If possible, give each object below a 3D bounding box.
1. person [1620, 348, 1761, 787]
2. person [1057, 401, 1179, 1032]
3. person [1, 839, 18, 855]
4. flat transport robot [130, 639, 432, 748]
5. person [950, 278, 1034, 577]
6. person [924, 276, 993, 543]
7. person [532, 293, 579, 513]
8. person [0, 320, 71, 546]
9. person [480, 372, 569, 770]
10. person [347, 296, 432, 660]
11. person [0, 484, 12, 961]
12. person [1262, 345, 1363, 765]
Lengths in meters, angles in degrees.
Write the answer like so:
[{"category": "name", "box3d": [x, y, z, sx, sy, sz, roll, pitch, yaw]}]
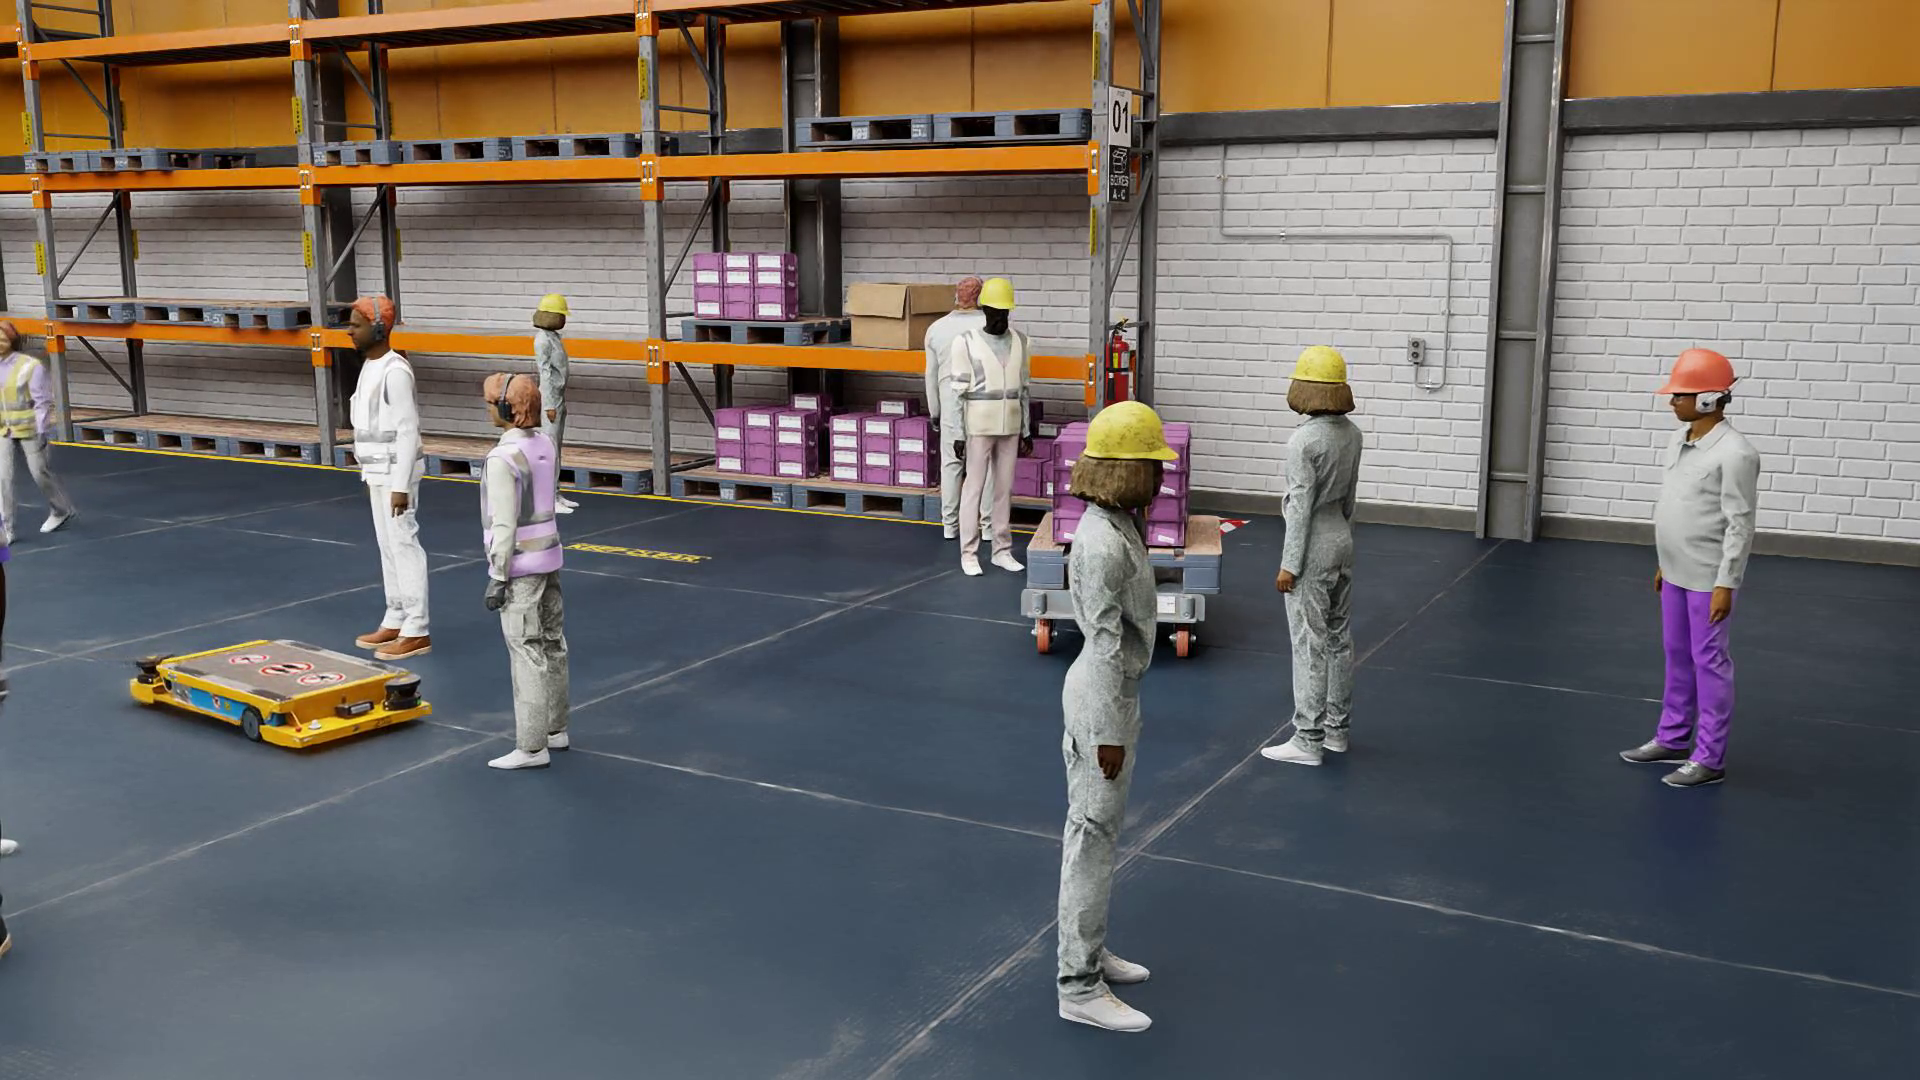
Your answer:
[{"category": "person", "box3d": [2.934, 0.110, 6.662, 0.340, 1.748, 0.563, -1, 10, -4]}, {"category": "person", "box3d": [0.437, 0.479, 4.662, 0.322, 1.742, 0.493, 1, 10, 7]}, {"category": "person", "box3d": [-3.552, 0.224, 5.622, 0.399, 1.909, 0.604, -1, 10, -6]}, {"category": "flat transport robot", "box3d": [-3.141, 0.672, 7.643, 1.431, 0.197, 0.652, 8, 13, 36]}, {"category": "person", "box3d": [0.225, -0.728, 10.782, 0.594, 1.922, 0.385, -6, 12, -29]}, {"category": "person", "box3d": [0.077, -0.934, 11.960, 0.643, 1.910, 0.399, 4, 11, 20]}, {"category": "person", "box3d": [-3.228, -1.088, 13.261, 0.302, 1.742, 0.486, -1, 10, -4]}, {"category": "person", "box3d": [-6.789, -0.795, 12.025, 0.516, 1.602, 0.757, -1, 10, -4]}, {"category": "person", "box3d": [-1.798, 0.129, 6.865, 0.309, 1.641, 0.514, 2, 10, 10]}, {"category": "person", "box3d": [-2.977, -0.320, 8.664, 0.358, 1.882, 0.574, -7, 12, -33]}, {"category": "person", "box3d": [-3.095, 0.329, 4.869, 0.600, 1.967, 0.368, 0, 10, -1]}, {"category": "person", "box3d": [1.475, 0.063, 6.942, 0.295, 1.743, 0.492, 9, 14, 41]}]
